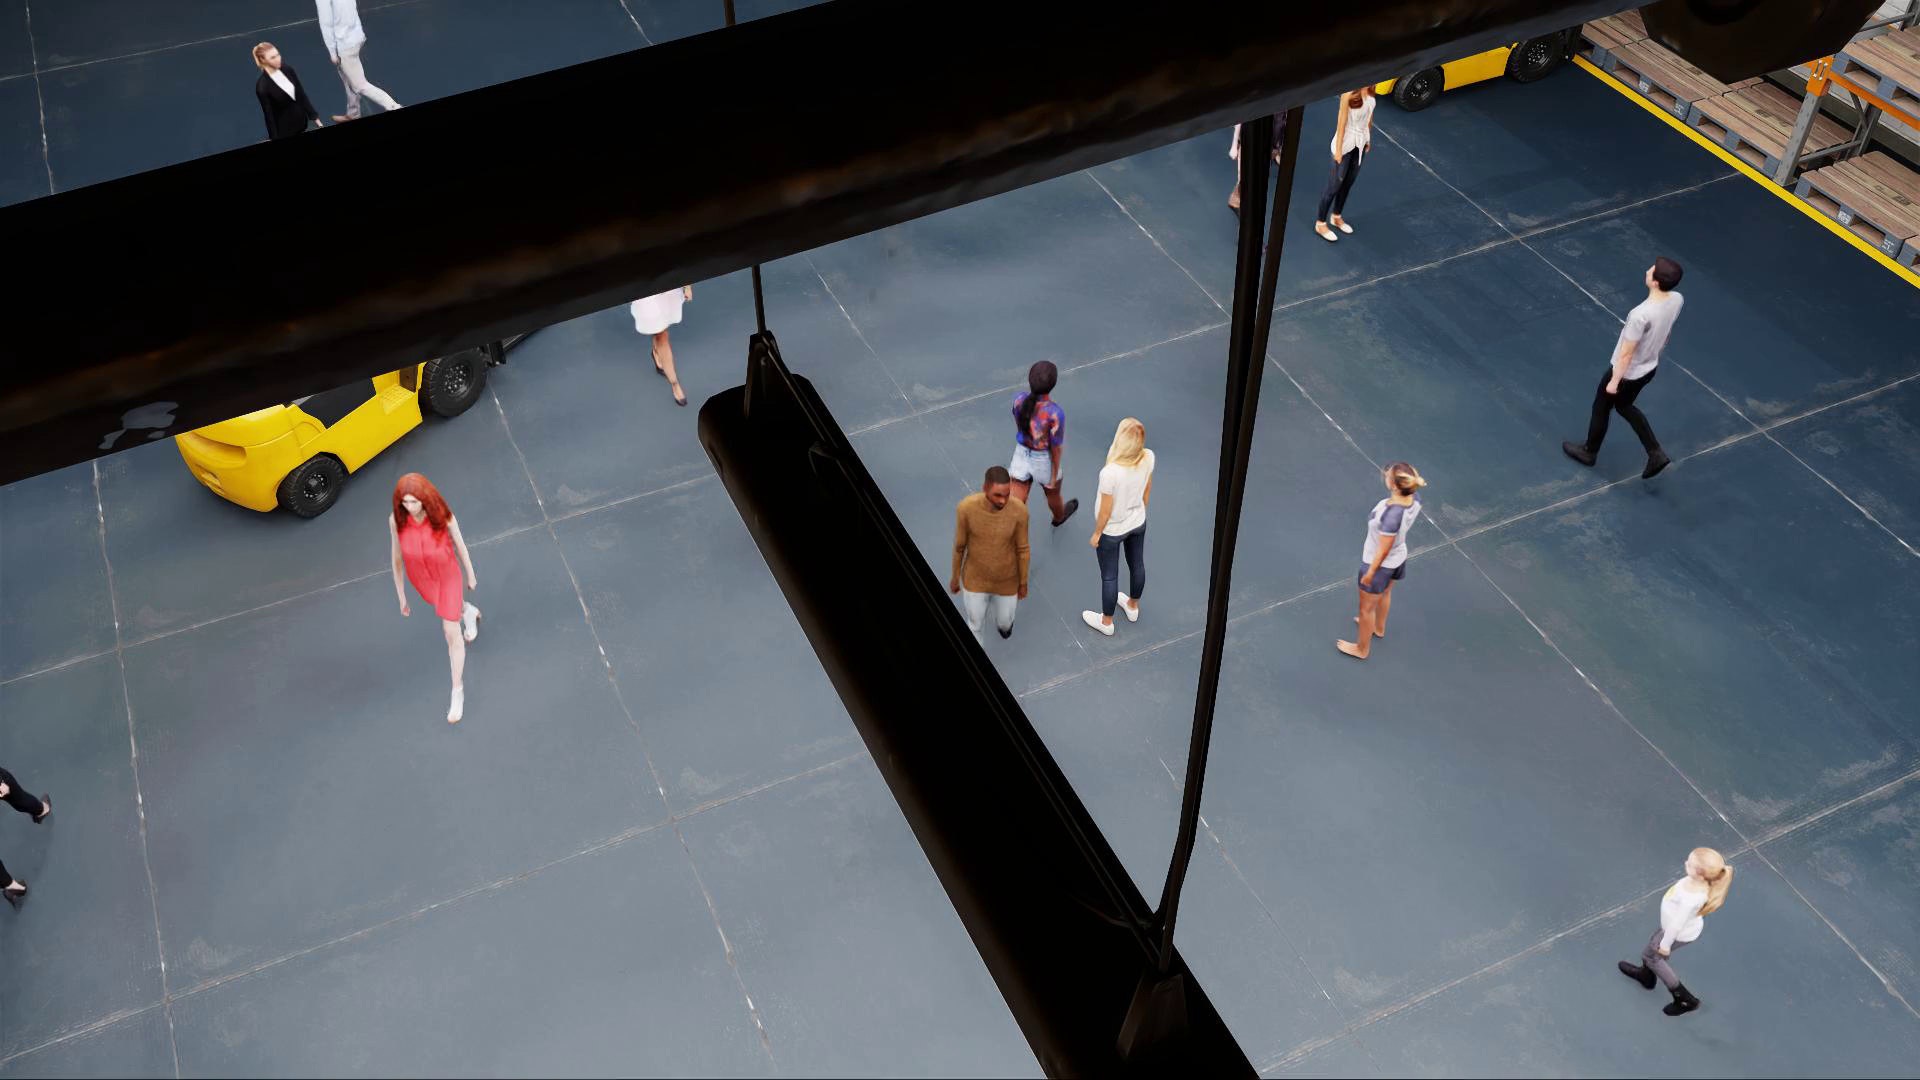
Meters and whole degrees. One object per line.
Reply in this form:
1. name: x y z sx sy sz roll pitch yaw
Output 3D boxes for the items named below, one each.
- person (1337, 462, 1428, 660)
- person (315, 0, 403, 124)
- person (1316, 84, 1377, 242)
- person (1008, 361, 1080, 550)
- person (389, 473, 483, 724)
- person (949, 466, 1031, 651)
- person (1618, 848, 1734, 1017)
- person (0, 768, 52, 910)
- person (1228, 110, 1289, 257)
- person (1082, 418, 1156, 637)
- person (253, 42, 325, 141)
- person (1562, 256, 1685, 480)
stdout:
1. person: 2.781 0.124 10.899 0.677 1.625 0.669 29 51 27
2. person: -5.718 -4.675 15.771 1.192 1.855 1.235 7 44 8
3. person: 3.394 -3.468 14.555 0.628 1.784 0.604 -31 51 -28
4. person: 0.472 -0.428 11.431 1.156 1.691 1.092 20 47 20
5. person: -3.339 0.214 10.695 0.990 1.777 1.251 2 44 2
6. person: 0.209 0.163 10.730 0.909 1.803 1.017 5 44 6
7. person: 3.968 2.136 9.047 0.774 1.267 0.643 31 52 29
8. person: -5.641 1.472 9.450 0.782 1.673 1.067 -7 44 -7
9. person: 2.584 -3.486 14.573 0.711 1.786 1.197 -15 46 -15
10. person: 1.078 -0.088 10.990 0.623 1.809 0.553 -26 49 -24
11. person: -6.019 -3.658 14.848 1.104 1.656 1.068 13 45 13
12. person: 4.973 -1.191 12.121 0.797 1.845 1.066 -27 50 -26
